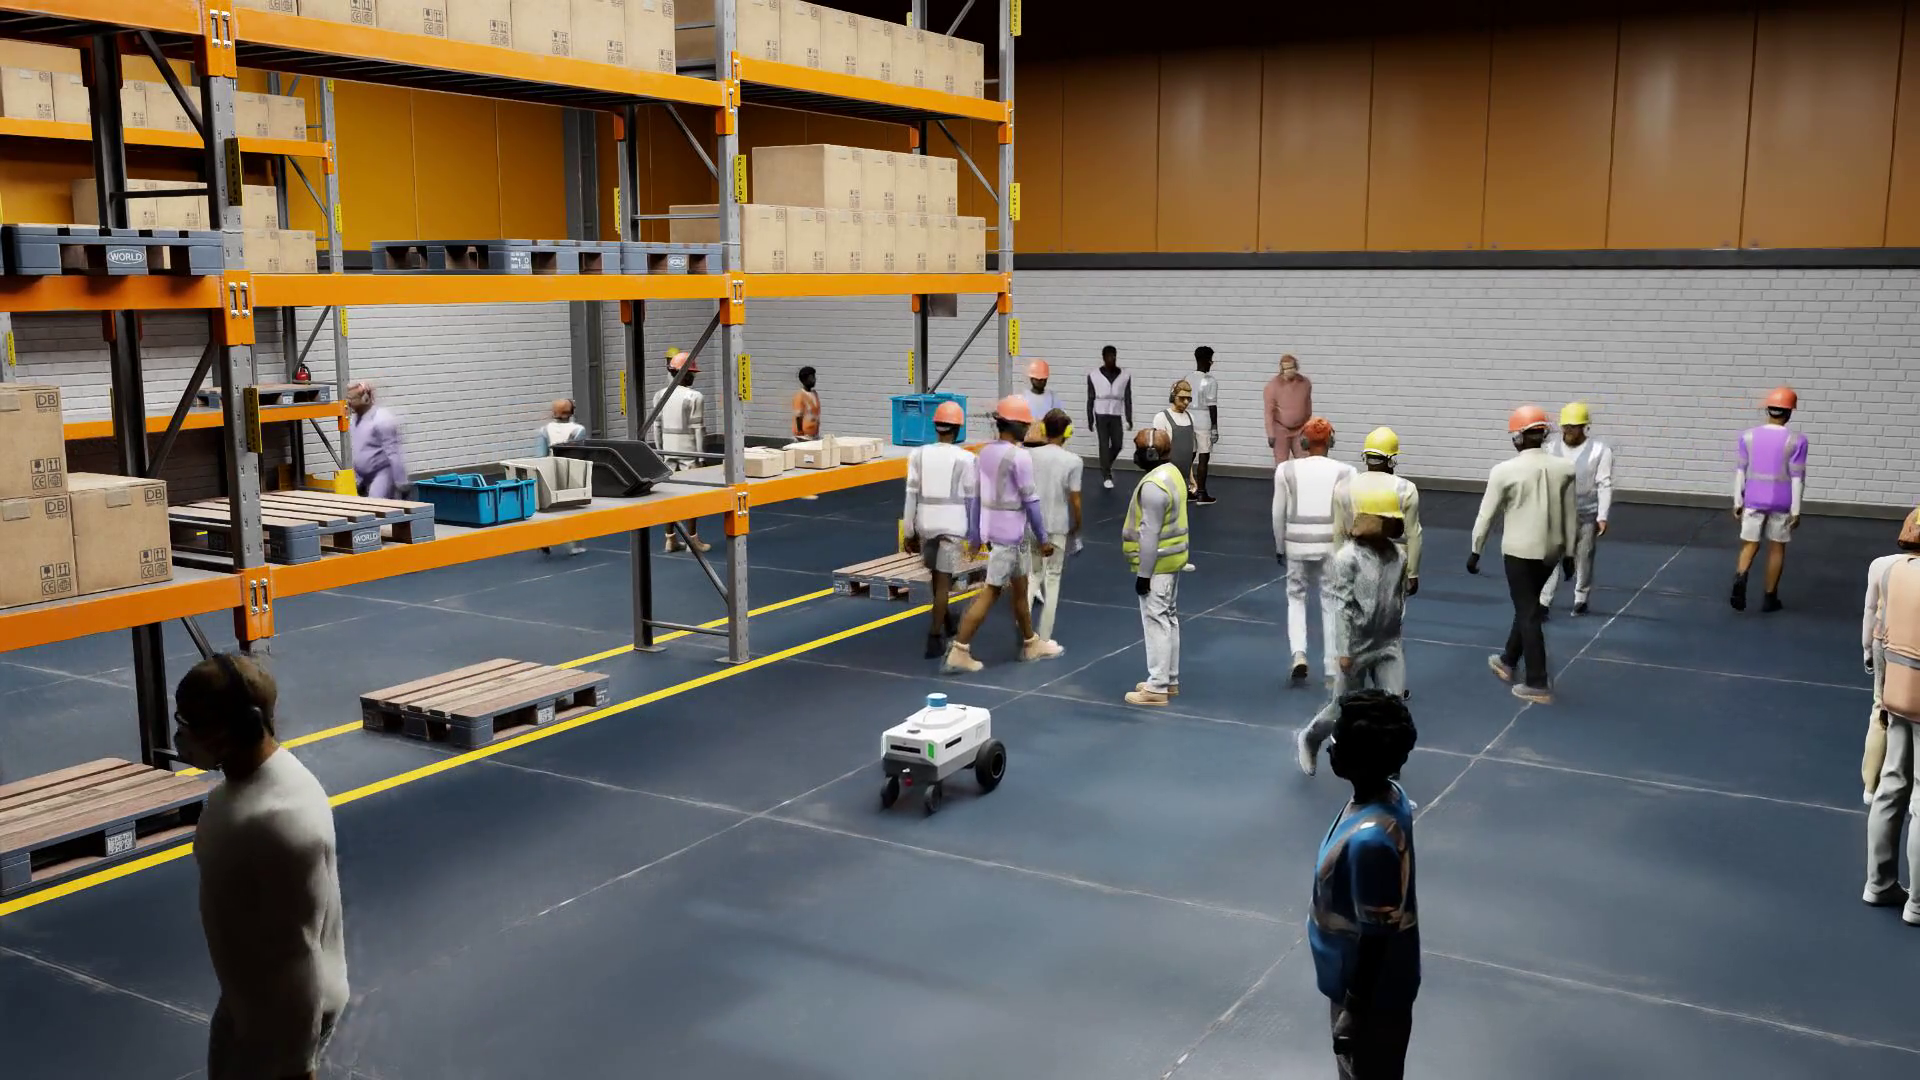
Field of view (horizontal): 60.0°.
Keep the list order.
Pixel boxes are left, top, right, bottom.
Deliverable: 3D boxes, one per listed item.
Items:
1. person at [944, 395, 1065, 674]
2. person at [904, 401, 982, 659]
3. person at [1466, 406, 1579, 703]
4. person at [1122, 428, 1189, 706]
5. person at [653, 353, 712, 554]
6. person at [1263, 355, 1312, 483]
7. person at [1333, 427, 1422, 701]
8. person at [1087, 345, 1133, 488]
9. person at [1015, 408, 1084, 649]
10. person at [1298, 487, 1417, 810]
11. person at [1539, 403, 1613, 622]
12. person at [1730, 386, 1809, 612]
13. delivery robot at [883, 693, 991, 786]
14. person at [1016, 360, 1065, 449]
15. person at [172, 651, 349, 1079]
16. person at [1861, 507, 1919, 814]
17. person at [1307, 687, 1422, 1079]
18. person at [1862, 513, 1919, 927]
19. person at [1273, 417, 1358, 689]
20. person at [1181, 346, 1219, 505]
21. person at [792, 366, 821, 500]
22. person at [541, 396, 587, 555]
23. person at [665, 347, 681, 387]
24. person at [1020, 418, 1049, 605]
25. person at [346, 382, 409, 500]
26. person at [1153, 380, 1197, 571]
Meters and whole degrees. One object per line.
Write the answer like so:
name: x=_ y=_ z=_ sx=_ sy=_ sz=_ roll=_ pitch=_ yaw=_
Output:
person: x=0.303 y=-0.041 z=11.873 sx=1.026 sy=1.990 sz=0.595 roll=-4 pitch=10 yaw=-24
person: x=-0.088 y=-0.102 z=12.562 sx=0.557 sy=1.876 sz=0.991 roll=3 pitch=10 yaw=20
person: x=3.779 y=0.070 z=11.270 sx=0.647 sy=1.942 sz=0.972 roll=-2 pitch=9 yaw=-14
person: x=1.289 y=0.173 z=11.015 sx=0.432 sy=1.836 sz=0.618 roll=3 pitch=10 yaw=17
person: x=-2.813 y=-0.875 z=16.888 sx=0.610 sy=2.040 sz=0.394 roll=5 pitch=10 yaw=29
person: x=4.002 y=-1.330 z=20.296 sx=0.674 sy=1.856 sz=0.653 roll=-2 pitch=9 yaw=-12
person: x=2.764 y=0.170 z=11.004 sx=0.588 sy=1.833 sz=0.404 roll=6 pitch=11 yaw=31
person: x=1.985 y=-1.656 z=22.196 sx=0.615 sy=1.898 sz=0.606 roll=-1 pitch=9 yaw=-9
person: x=0.640 y=-0.055 z=12.377 sx=0.558 sy=1.842 sz=0.515 roll=4 pitch=10 yaw=23
person: x=2.176 y=0.548 z=9.007 sx=0.487 sy=1.715 sz=0.739 roll=-4 pitch=10 yaw=-23
person: x=4.985 y=-0.218 z=13.557 sx=0.606 sy=1.781 sz=0.910 roll=6 pitch=11 yaw=35
person: x=6.691 y=-0.317 z=13.790 sx=0.554 sy=1.916 sz=0.696 roll=8 pitch=12 yaw=43
delivery robot: x=-0.123 y=1.077 z=9.029 sx=0.477 sy=0.478 sz=0.707 roll=5 pitch=10 yaw=28
person: x=0.865 y=-0.983 z=18.000 sx=0.557 sy=1.891 sz=0.953 roll=-2 pitch=9 yaw=-15
person: x=-1.705 y=1.206 z=4.263 sx=0.544 sy=1.920 sz=0.651 roll=-6 pitch=11 yaw=-33
person: x=5.023 y=0.631 z=8.780 sx=0.277 sy=1.628 sz=0.500 roll=-7 pitch=12 yaw=-38
person: x=1.140 y=1.246 z=4.706 sx=0.319 sy=1.699 sz=0.533 roll=2 pitch=9 yaw=15
person: x=4.235 y=0.723 z=7.256 sx=0.362 sy=1.928 sz=0.593 roll=-1 pitch=9 yaw=-8
person: x=2.451 y=0.082 z=11.449 sx=0.595 sy=1.863 sz=0.434 roll=2 pitch=9 yaw=14
person: x=2.961 y=-1.418 z=20.536 sx=0.373 sy=1.958 sz=0.607 roll=-6 pitch=11 yaw=-34
person: x=-1.953 y=-1.340 z=20.891 sx=0.421 sy=1.688 sz=0.535 roll=4 pitch=10 yaw=24
person: x=-3.972 y=-0.622 z=16.627 sx=0.515 sy=1.622 sz=0.542 roll=3 pitch=9 yaw=16
person: x=-4.163 y=-1.938 z=24.372 sx=0.311 sy=1.769 sz=0.522 roll=2 pitch=9 yaw=12
person: x=0.617 y=-0.224 z=14.135 sx=0.506 sy=1.621 sz=0.373 roll=4 pitch=10 yaw=23
person: x=-5.486 y=-0.568 z=15.624 sx=0.845 sy=1.844 sz=0.666 roll=-8 pitch=12 yaw=-42
person: x=2.046 y=-0.596 z=15.772 sx=0.504 sy=1.839 sz=0.344 roll=-8 pitch=12 yaw=-41
